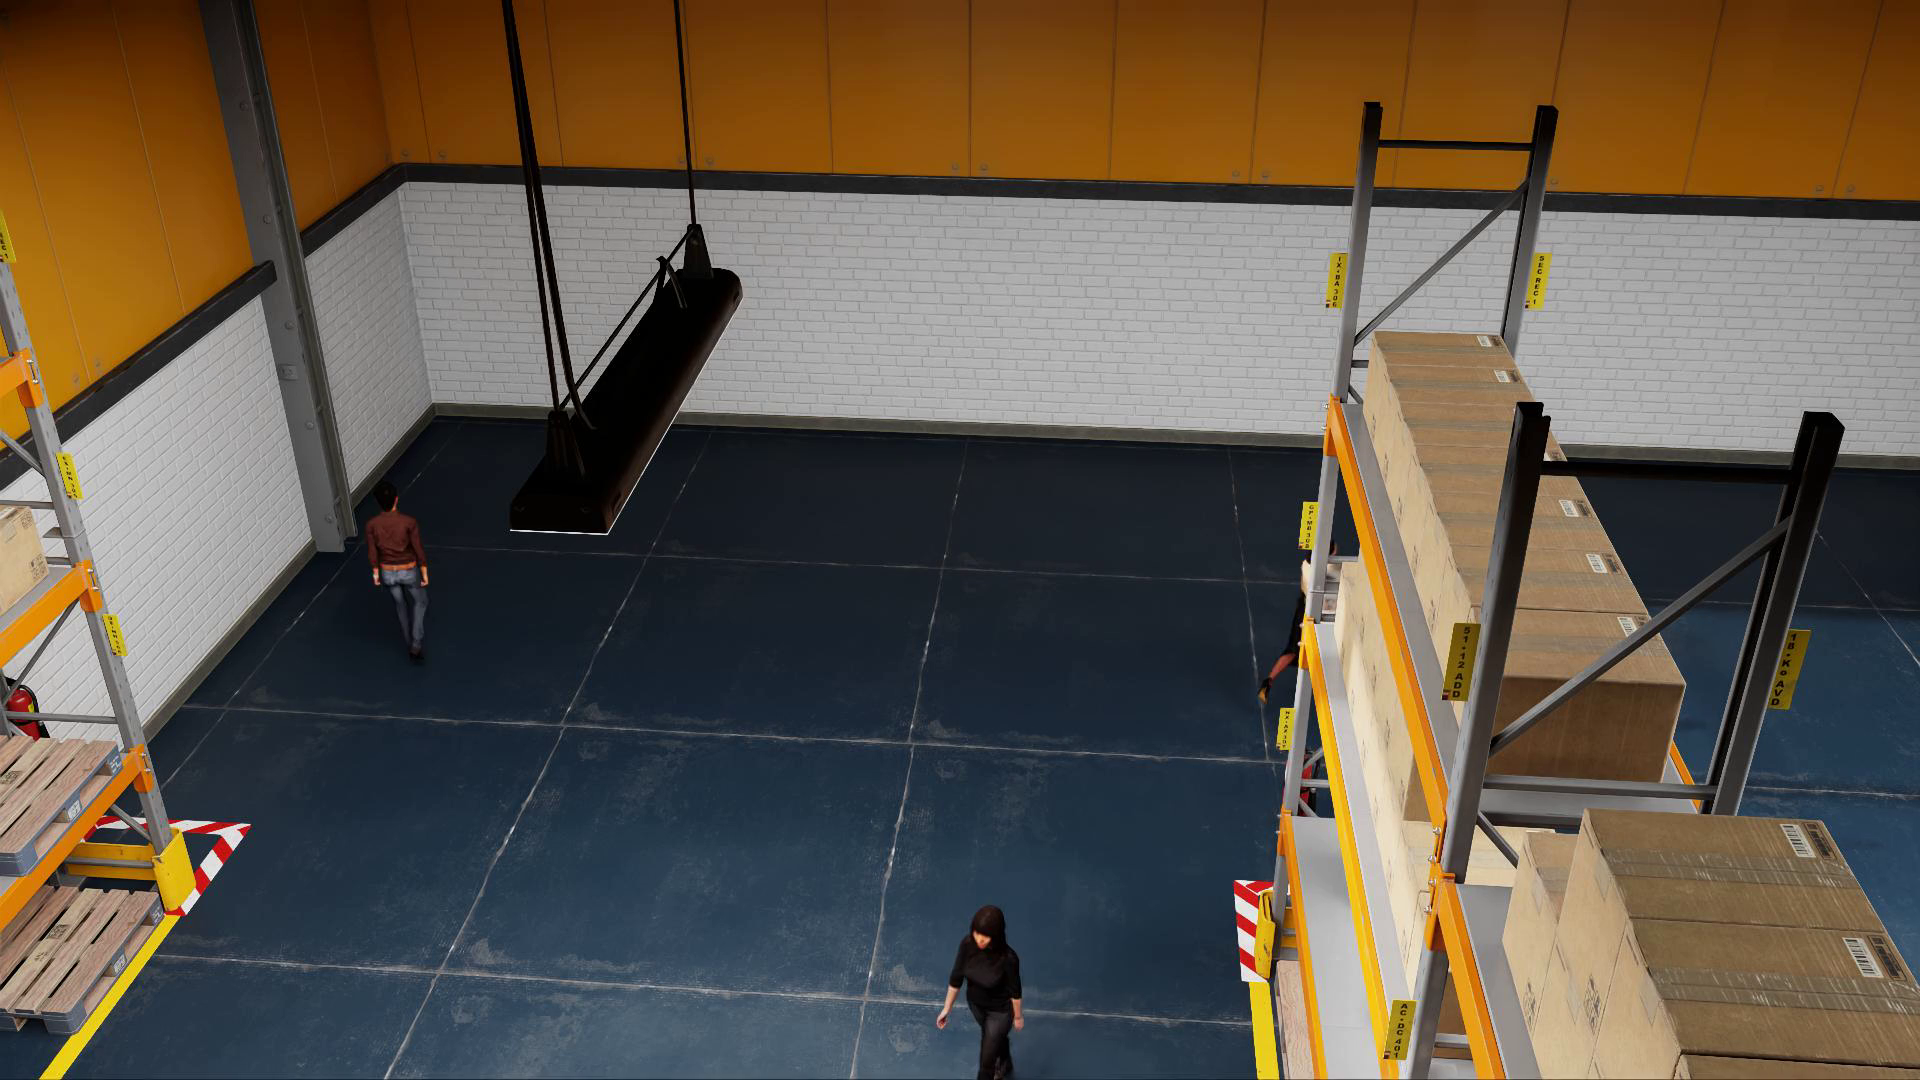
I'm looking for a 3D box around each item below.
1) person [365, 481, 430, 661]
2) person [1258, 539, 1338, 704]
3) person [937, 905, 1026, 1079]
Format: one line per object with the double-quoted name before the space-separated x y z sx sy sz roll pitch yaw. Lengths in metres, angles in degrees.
"person" -4.946 0.339 14.680 0.774 1.769 0.901 -5 29 -8
"person" 2.910 0.719 14.135 1.004 1.624 1.025 -17 33 -28
"person" 0.233 2.835 10.276 0.915 1.604 1.105 20 34 32
